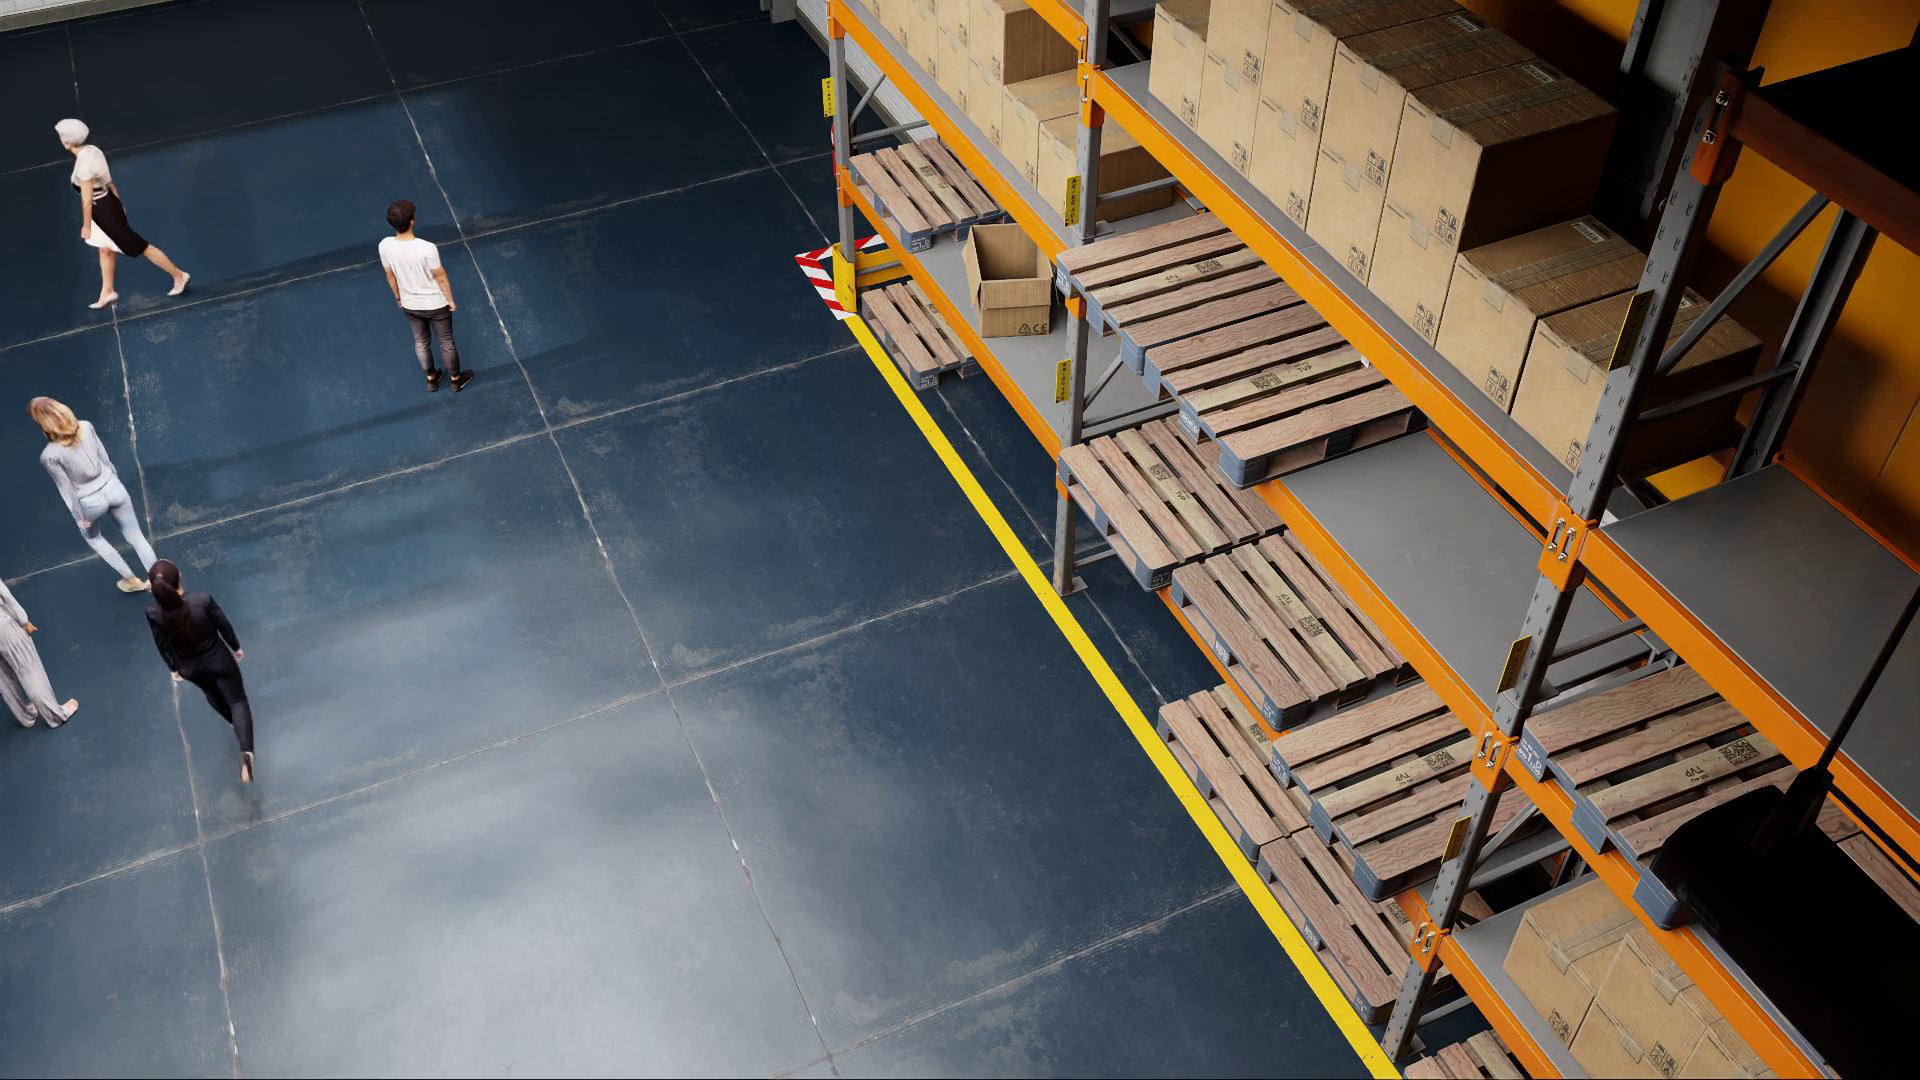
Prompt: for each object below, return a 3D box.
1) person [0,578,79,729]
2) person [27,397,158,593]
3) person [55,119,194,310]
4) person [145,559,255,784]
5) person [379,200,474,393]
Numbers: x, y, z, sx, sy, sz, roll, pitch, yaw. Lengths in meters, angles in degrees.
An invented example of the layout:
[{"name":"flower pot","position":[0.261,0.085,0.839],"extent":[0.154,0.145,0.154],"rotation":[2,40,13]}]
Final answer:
[{"name":"person","position":[-6.091,0.533,10.449],"extent":[0.677,1.773,0.685],"rotation":[3,44,3]},{"name":"person","position":[-5.763,-0.225,11.244],"extent":[0.845,1.774,0.792],"rotation":[25,49,24]},{"name":"person","position":[-6.976,-2.681,13.879],"extent":[0.693,1.696,1.025],"rotation":[-14,45,-15]},{"name":"person","position":[-4.615,0.813,10.215],"extent":[0.632,1.690,1.013],"rotation":[-15,46,-15]},{"name":"person","position":[-4.214,-1.903,13.043],"extent":[0.707,1.722,0.710],"rotation":[4,44,4]}]
